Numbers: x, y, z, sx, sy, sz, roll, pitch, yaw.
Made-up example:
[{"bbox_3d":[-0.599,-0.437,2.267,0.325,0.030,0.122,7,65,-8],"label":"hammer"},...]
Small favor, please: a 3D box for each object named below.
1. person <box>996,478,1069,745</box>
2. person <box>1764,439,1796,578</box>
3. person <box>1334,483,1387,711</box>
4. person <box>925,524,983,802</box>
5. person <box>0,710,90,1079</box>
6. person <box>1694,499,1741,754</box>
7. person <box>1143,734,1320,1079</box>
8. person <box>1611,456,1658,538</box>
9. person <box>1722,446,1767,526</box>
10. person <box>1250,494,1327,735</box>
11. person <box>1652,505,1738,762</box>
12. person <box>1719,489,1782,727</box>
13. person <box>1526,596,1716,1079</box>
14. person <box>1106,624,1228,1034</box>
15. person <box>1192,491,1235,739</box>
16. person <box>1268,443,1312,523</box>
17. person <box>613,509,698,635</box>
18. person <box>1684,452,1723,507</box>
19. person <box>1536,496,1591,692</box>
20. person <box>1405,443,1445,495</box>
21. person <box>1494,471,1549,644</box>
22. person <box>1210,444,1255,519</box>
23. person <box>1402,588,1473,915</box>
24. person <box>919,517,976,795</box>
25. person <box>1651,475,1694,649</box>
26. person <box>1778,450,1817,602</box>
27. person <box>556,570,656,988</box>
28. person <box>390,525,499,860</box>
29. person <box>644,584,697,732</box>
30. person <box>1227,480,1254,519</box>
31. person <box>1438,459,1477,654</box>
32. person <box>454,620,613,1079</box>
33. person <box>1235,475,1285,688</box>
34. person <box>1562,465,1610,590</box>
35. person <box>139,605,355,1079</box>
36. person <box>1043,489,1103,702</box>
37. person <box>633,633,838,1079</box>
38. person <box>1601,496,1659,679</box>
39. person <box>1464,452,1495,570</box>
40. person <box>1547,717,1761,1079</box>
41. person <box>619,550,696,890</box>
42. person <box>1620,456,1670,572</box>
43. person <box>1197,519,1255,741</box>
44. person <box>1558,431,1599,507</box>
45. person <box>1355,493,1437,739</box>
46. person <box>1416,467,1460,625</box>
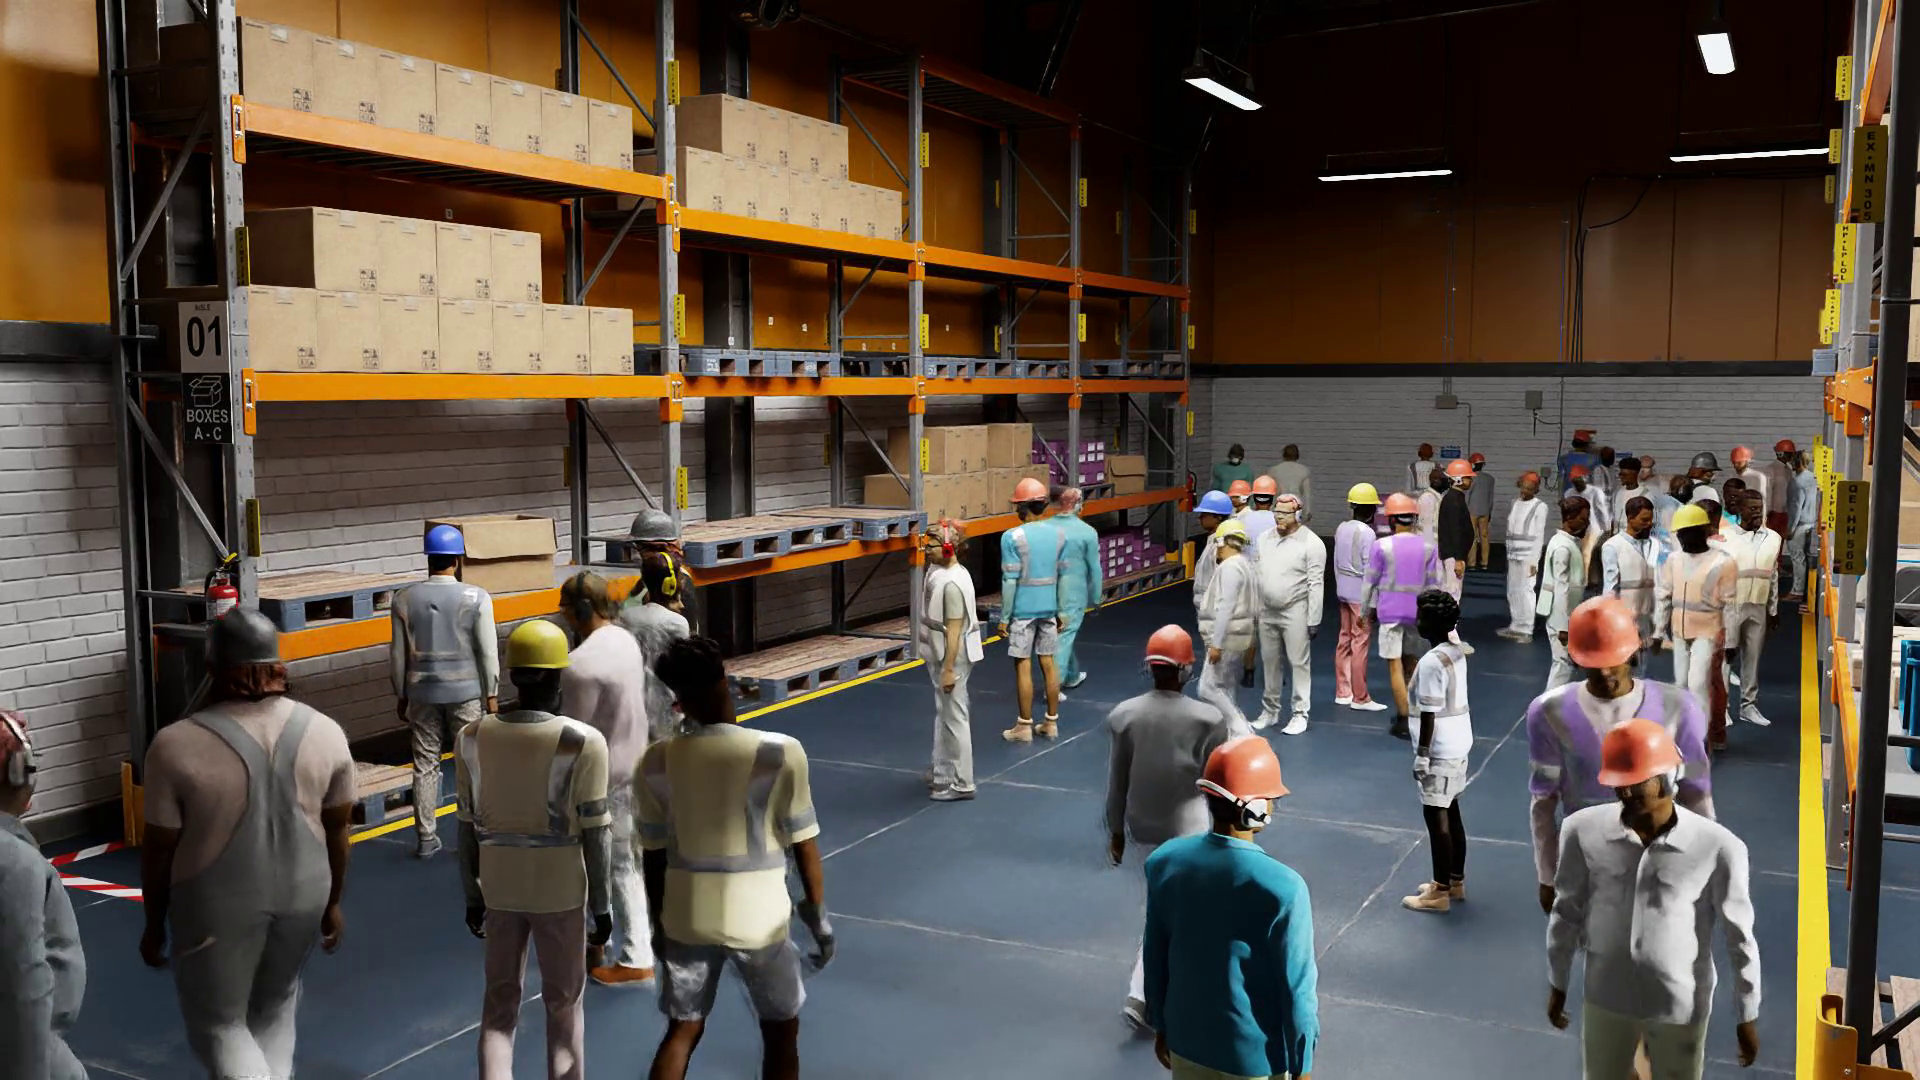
[{"bbox_3d":[0.540,0.545,12.805,0.616,2.039,0.384,-4,6,-33],"label":"person"},{"bbox_3d":[11.706,-0.443,23.753,0.614,1.986,0.409,-4,7,-37],"label":"person"},{"bbox_3d":[3.387,0.480,14.115,0.366,1.927,0.585,-2,6,-17],"label":"person"},{"bbox_3d":[-0.036,0.811,11.066,0.384,1.835,0.562,0,5,-2],"label":"person"},{"bbox_3d":[-2.512,1.393,4.534,0.694,1.874,0.596,4,7,39],"label":"person"},{"bbox_3d":[5.617,0.646,12.468,0.409,1.907,0.598,5,7,42],"label":"person"},{"bbox_3d":[0.797,1.430,4.817,0.574,1.749,0.337,5,7,45],"label":"person"},{"bbox_3d":[7.492,0.045,18.590,0.359,1.963,0.614,-2,6,-22],"label":"person"},{"bbox_3d":[10.481,-0.281,22.127,0.817,1.961,0.612,-4,7,-39],"label":"person"},{"bbox_3d":[2.574,0.584,13.171,0.400,1.902,0.647,-5,7,-43],"label":"person"},{"bbox_3d":[5.388,0.685,12.229,0.646,1.879,0.617,-2,6,-22],"label":"person"},{"bbox_3d":[6.342,0.544,13.463,0.591,1.922,0.392,-1,5,-8],"label":"person"},{"bbox_3d":[2.439,1.186,6.144,0.682,1.999,0.685,2,6,24],"label":"person"},{"bbox_3d":[0.891,1.226,7.228,0.561,1.717,0.856,4,7,38],"label":"person"},{"bbox_3d":[1.968,0.593,12.769,0.379,1.950,0.609,0,5,3],"label":"person"},{"bbox_3d":[4.752,-0.436,24.004,0.633,1.920,0.483,2,6,25],"label":"person"},{"bbox_3d":[-1.814,0.828,9.764,0.539,2.000,0.689,-2,6,-22],"label":"person"},{"bbox_3d":[8.069,0.053,18.110,0.536,2.000,0.684,-1,5,-9],"label":"person"},{"bbox_3d":[4.704,0.600,12.954,0.408,1.903,0.617,2,6,25],"label":"person"},{"bbox_3d":[7.061,-0.537,25.279,0.584,1.883,0.337,1,5,12],"label":"person"},{"bbox_3d":[6.001,0.188,17.723,0.344,1.853,0.688,-2,6,-16],"label":"person"},{"bbox_3d":[4.000,-0.459,24.386,0.673,1.902,0.646,2,6,20],"label":"person"},{"bbox_3d":[2.514,1.099,8.729,0.322,1.689,0.530,3,6,29],"label":"person"},{"bbox_3d":[-0.075,0.778,11.227,0.397,1.876,0.601,0,5,4],"label":"person"},{"bbox_3d":[7.485,0.239,17.299,0.536,1.818,0.711,3,6,32],"label":"person"},{"bbox_3d":[10.659,-0.178,21.136,0.373,1.940,0.630,5,7,44],"label":"person"},{"bbox_3d":[-1.722,1.095,7.586,0.749,1.910,0.658,0,5,4],"label":"person"},{"bbox_3d":[-2.981,0.884,9.669,0.617,1.943,0.402,0,5,0],"label":"person"},{"bbox_3d":[-1.685,1.048,9.510,0.309,1.645,0.515,2,6,20],"label":"person"},{"bbox_3d":[2.970,0.235,17.689,0.343,1.747,0.570,-1,5,-10],"label":"person"},{"bbox_3d":[5.116,0.165,17.145,0.377,1.995,0.608,1,5,10],"label":"person"},{"bbox_3d":[-1.514,1.245,5.964,0.585,1.918,0.409,1,5,11],"label":"person"},{"bbox_3d":[2.749,0.379,15.144,0.552,1.935,0.374,1,5,6],"label":"person"},{"bbox_3d":[8.273,-0.154,22.114,0.874,1.694,0.568,-4,6,-34],"label":"person"},{"bbox_3d":[-2.392,1.210,5.654,0.873,2.000,0.677,5,7,42],"label":"person"},{"bbox_3d":[0.961,0.470,14.666,0.646,1.845,1.032,3,6,32],"label":"person"},{"bbox_3d":[-0.770,1.282,5.541,0.681,1.928,0.523,1,5,12],"label":"person"},{"bbox_3d":[5.175,0.609,12.861,0.598,1.908,0.410,-3,6,-32],"label":"person"},{"bbox_3d":[7.690,-0.427,24.788,0.563,1.753,0.327,-2,6,-22],"label":"person"},{"bbox_3d":[2.144,1.405,5.187,0.609,1.737,0.378,3,6,33],"label":"person"},{"bbox_3d":[-1.617,0.987,8.969,0.533,1.868,0.310,4,6,34],"label":"person"},{"bbox_3d":[8.377,-0.089,20.477,0.675,1.873,0.804,5,7,41],"label":"person"},{"bbox_3d":[1.927,0.744,12.105,0.421,1.774,0.626,1,5,9],"label":"person"},{"bbox_3d":[9.730,-0.695,26.150,0.615,2.040,0.391,3,6,30],"label":"person"},{"bbox_3d":[3.445,0.588,13.060,0.558,1.902,0.620,-1,5,-13],"label":"person"},{"bbox_3d":[5.393,0.068,19.063,0.620,1.825,0.629,4,6,35],"label":"person"}]
